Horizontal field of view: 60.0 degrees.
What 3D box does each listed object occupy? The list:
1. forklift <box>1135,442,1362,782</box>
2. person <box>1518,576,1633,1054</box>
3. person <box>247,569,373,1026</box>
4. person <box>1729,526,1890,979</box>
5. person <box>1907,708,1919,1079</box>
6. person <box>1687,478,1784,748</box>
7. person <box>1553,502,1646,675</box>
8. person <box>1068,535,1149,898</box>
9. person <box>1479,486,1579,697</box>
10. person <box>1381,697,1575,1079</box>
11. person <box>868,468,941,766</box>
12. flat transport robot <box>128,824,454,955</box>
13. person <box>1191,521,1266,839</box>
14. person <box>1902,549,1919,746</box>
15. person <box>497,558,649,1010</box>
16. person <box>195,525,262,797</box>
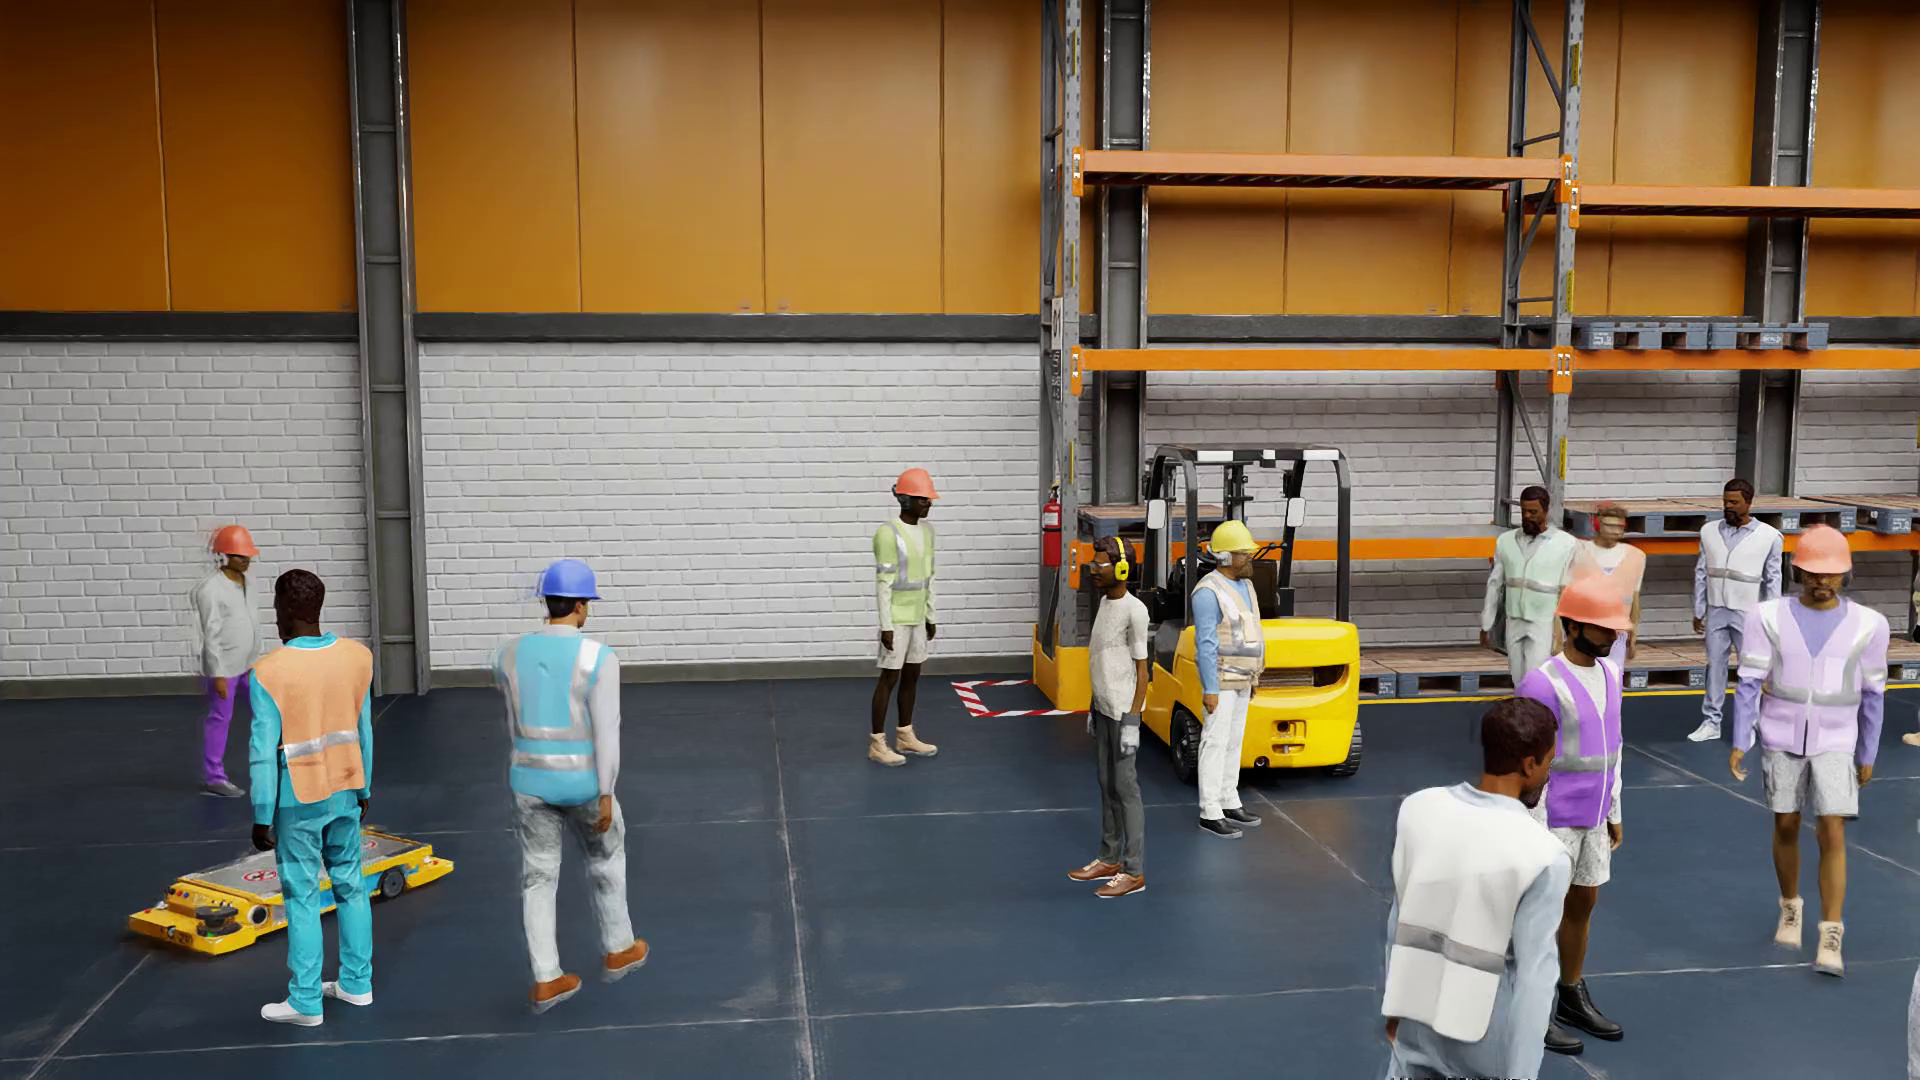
[{"bbox_3d":[1.912,0.418,11.496,1.214,2.155,2.313,-1,7,-8],"label":"forklift"},{"bbox_3d":[2.494,1.097,6.712,0.544,1.930,0.389,-4,8,-33],"label":"person"},{"bbox_3d":[-2.709,1.075,6.998,0.392,1.911,0.587,4,7,28],"label":"person"},{"bbox_3d":[3.865,0.956,7.594,0.621,2.015,0.834,4,7,29],"label":"person"},{"bbox_3d":[3.668,1.183,5.911,0.416,1.938,0.612,-1,7,-12],"label":"person"},{"bbox_3d":[5.524,0.516,11.836,0.389,1.918,0.590,-5,8,-39],"label":"person"},{"bbox_3d":[4.305,0.632,11.284,0.610,1.808,0.787,1,7,4],"label":"person"},{"bbox_3d":[0.795,0.906,8.627,0.328,1.873,0.520,-2,7,-20],"label":"person"},{"bbox_3d":[3.853,0.579,11.335,0.550,1.898,0.634,-6,9,-44],"label":"person"},{"bbox_3d":[1.370,1.373,4.649,0.725,1.869,0.602,-5,8,-35],"label":"person"},{"bbox_3d":[-0.344,0.521,11.354,0.448,2.030,0.623,5,8,35],"label":"person"},{"bbox_3d":[-3.332,1.726,8.385,0.652,0.197,1.431,4,8,30],"label":"flat transport robot"},{"bbox_3d":[1.576,0.801,9.711,0.404,1.832,0.595,4,8,32],"label":"person"},{"bbox_3d":[7.001,0.557,11.805,0.627,1.845,0.429,-3,7,-27],"label":"person"},{"bbox_3d":[-1.695,1.031,7.339,0.610,1.907,0.837,2,7,15],"label":"person"},{"bbox_3d":[-4.463,0.769,10.404,0.712,1.721,0.596,1,7,12],"label":"person"}]
